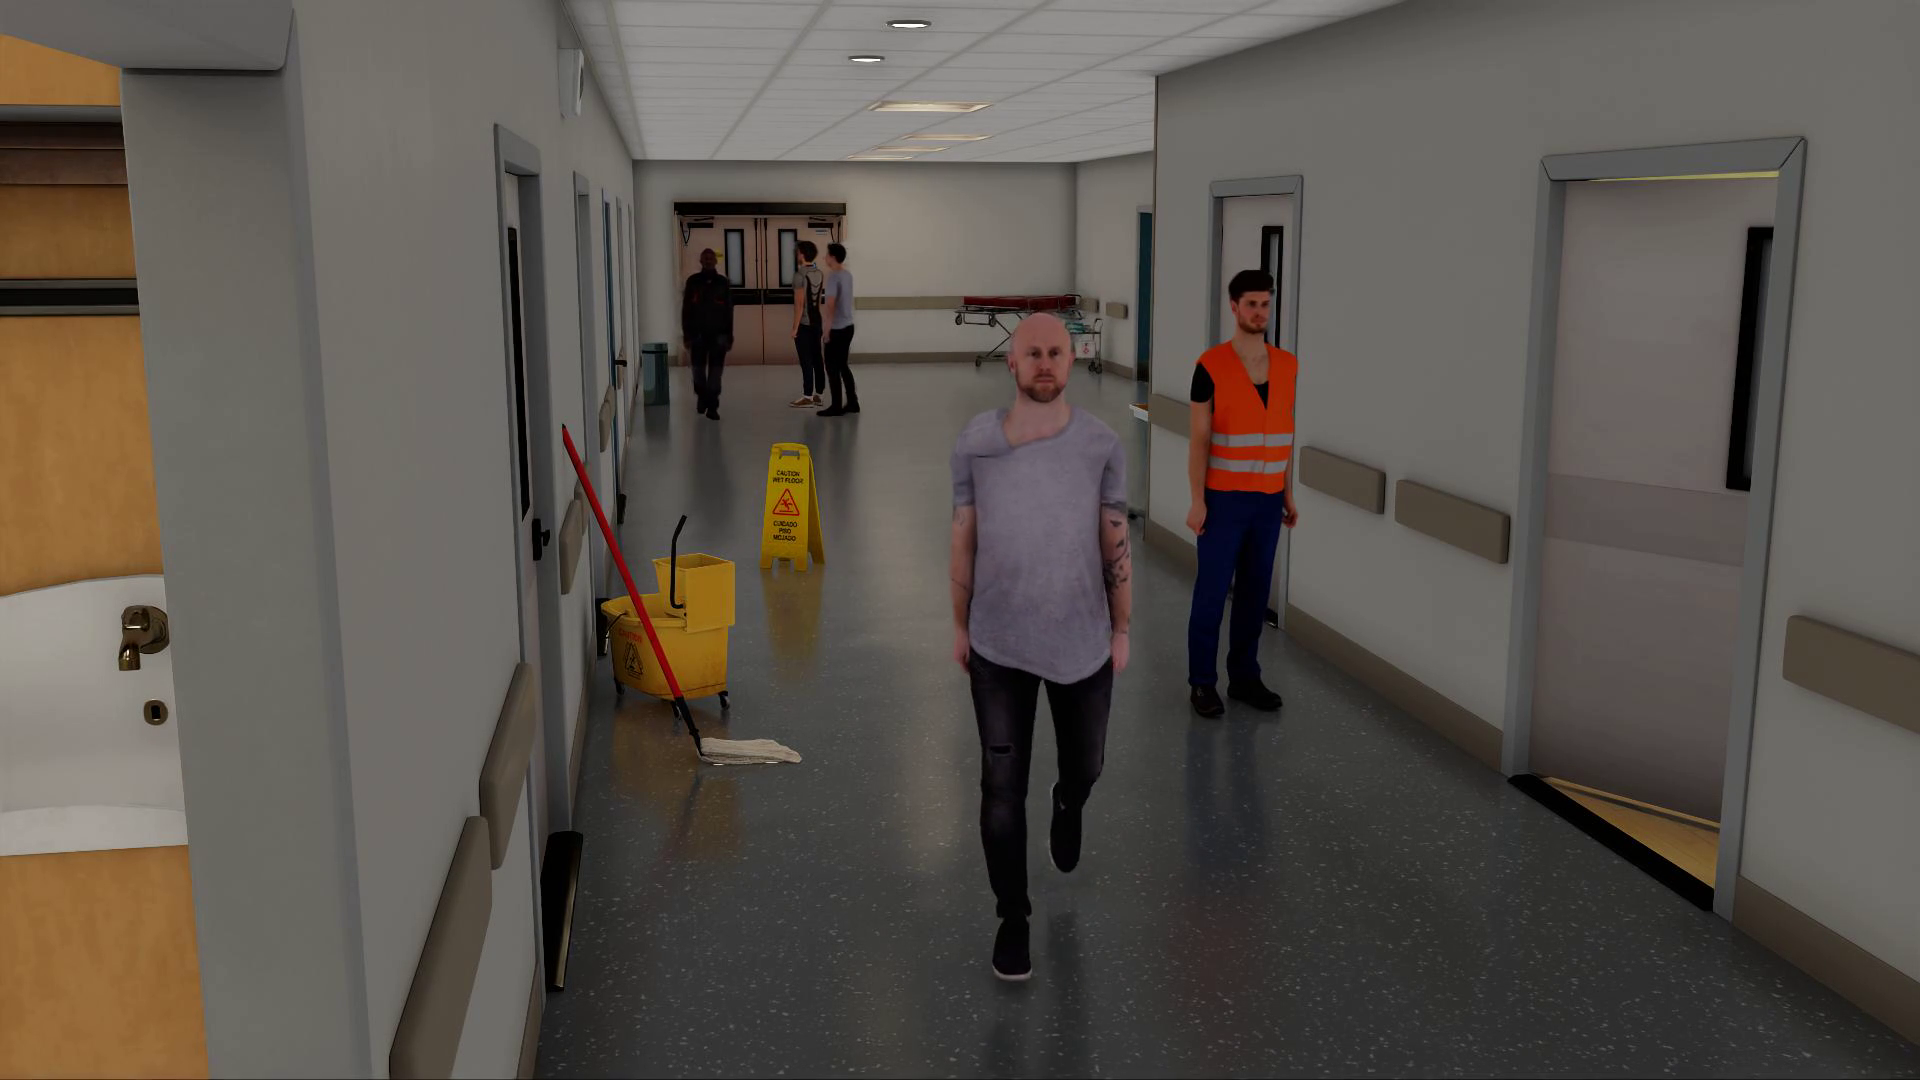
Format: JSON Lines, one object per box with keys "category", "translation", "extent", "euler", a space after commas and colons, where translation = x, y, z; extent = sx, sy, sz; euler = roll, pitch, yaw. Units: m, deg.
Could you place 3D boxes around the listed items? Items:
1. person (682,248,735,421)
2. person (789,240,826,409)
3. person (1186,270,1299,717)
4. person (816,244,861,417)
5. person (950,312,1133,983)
{"category": "person", "translation": [-2.717, -2.226, 17.939], "extent": [0.725, 1.814, 0.807], "euler": [-2, 11, -12]}
{"category": "person", "translation": [-1.734, -2.476, 19.037], "extent": [0.788, 1.897, 0.712], "euler": [6, 12, 30]}
{"category": "person", "translation": [1.197, -0.204, 7.106], "extent": [0.741, 1.880, 0.696], "euler": [-4, 12, -21]}
{"category": "person", "translation": [-1.281, -2.288, 18.140], "extent": [0.866, 1.862, 0.769], "euler": [4, 12, 21]}
{"category": "person", "translation": [0.232, 0.268, 4.798], "extent": [0.836, 1.813, 1.183], "euler": [0, 11, 3]}
